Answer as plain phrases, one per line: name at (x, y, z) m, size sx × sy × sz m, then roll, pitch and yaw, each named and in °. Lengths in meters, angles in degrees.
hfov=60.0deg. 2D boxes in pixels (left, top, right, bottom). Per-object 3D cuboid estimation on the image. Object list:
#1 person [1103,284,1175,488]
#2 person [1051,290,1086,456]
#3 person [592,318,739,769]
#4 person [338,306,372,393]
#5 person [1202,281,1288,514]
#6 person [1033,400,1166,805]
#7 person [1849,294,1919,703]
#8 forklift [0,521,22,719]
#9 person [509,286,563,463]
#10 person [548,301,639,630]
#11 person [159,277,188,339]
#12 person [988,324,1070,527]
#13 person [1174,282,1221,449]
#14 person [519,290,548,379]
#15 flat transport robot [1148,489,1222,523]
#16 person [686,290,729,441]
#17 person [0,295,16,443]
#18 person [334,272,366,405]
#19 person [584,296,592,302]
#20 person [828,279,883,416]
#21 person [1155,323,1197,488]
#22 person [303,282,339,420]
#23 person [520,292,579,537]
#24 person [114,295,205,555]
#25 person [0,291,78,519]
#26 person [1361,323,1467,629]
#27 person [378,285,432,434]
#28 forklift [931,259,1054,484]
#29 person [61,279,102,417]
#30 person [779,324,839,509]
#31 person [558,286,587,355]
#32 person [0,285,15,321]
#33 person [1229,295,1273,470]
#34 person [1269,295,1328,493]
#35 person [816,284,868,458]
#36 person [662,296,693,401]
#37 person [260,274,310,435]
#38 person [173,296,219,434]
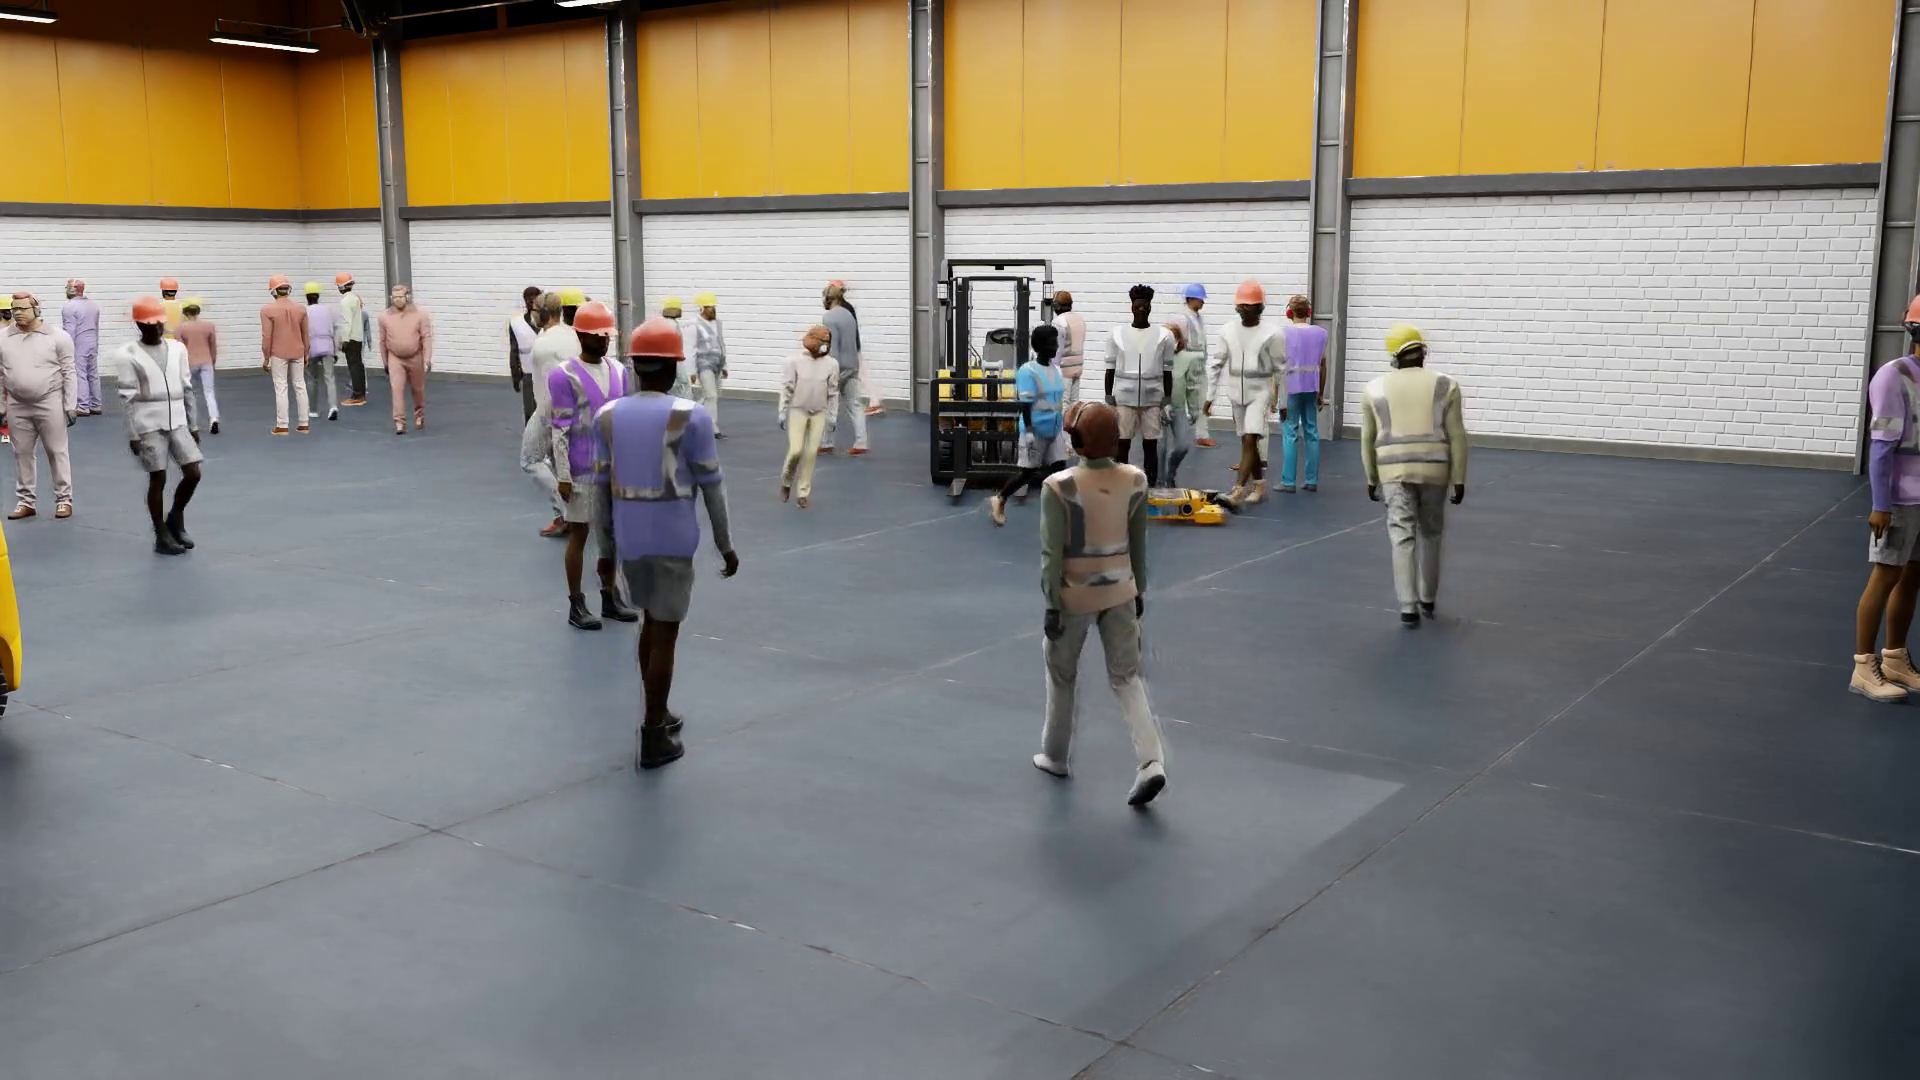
person at (1.522, -1.192, 14.182) m, size 0.606 × 1.966 × 0.367 m, roll 1°, pitch 10°, yaw 3°
person at (1.127, -1.805, 18.213) m, size 0.430 × 1.841 × 0.624 m, roll 6°, pitch 11°, yaw 33°
person at (-1.266, -0.001, 7.272) m, size 0.571 × 1.909 × 0.772 m, roll 4°, pitch 10°, yaw 21°
person at (-10.001, -3.225, 27.402) m, size 0.781 × 1.591 × 0.520 m, roll 6°, pitch 11°, yaw 32°
person at (2.487, -1.237, 14.417) m, size 0.628 × 1.980 × 1.091 m, roll 7°, pitch 12°, yaw 36°
person at (0.564, 0.240, 6.700) m, size 0.520 × 1.604 × 0.813 m, roll -4°, pitch 10°, yaw -24°
person at (4.713, -0.220, 8.170) m, size 0.615 × 2.040 × 0.391 m, roll -5°, pitch 11°, yaw -29°
forklift at (-5.296, -0.090, 6.943) m, size 1.214 × 2.155 × 2.313 m, roll 7°, pitch 12°, yaw 35°
person at (-4.485, -1.760, 17.789) m, size 0.614 × 1.901 × 0.447 m, roll -2°, pitch 10°, yaw -14°
person at (-2.135, -0.437, 9.802) m, size 0.381 × 1.929 × 0.538 m, roll 7°, pitch 12°, yaw 37°
person at (-10.877, -2.663, 23.014) m, size 0.551 × 1.942 × 0.340 m, roll -7°, pitch 12°, yaw -34°
person at (0.589, -0.873, 13.147) m, size 0.726 × 1.672 × 0.535 m, roll 9°, pitch 13°, yaw 43°
person at (2.611, -2.016, 19.227) m, size 0.817 × 1.923 × 0.624 m, roll 6°, pitch 11°, yaw 34°
person at (-4.899, -2.025, 19.561) m, size 0.650 × 1.822 × 0.519 m, roll 9°, pitch 13°, yaw 43°
flat transport robot at (1.447, -0.298, 13.899) m, size 1.431 × 0.197 × 0.652 m, roll 1°, pitch 10°, yaw 5°
person at (-3.103, -2.108, 20.104) m, size 0.691 × 1.810 × 0.598 m, roll 5°, pitch 11°, yaw 26°
person at (-11.272, -2.026, 19.775) m, size 0.518 × 1.756 × 0.346 m, roll -8°, pitch 13°, yaw -40°
person at (-9.143, -3.009, 24.928) m, size 0.392 × 1.991 × 0.612 m, roll -1°, pitch 10°, yaw -5°
person at (-3.657, -1.477, 16.321) m, size 0.713 × 1.818 × 0.623 m, roll 6°, pitch 11°, yaw 33°
person at (-1.540, -2.670, 23.194) m, size 1.056 × 1.924 × 0.617 m, roll 6°, pitch 11°, yaw 30°
person at (1.871, -1.139, 14.901) m, size 0.547 × 1.614 × 0.377 m, roll -2°, pitch 10°, yaw -13°
person at (-8.750, -2.581, 22.715) m, size 0.585 × 1.888 × 0.965 m, roll -6°, pitch 11°, yaw -33°
person at (-3.179, -0.958, 12.921) m, size 0.439 × 1.924 × 0.634 m, roll 2°, pitch 10°, yaw 11°
person at (-5.846, -0.832, 12.189) m, size 0.415 × 1.914 × 0.568 m, roll 7°, pitch 12°, yaw 35°
person at (-7.754, -1.120, 13.935) m, size 0.652 × 1.906 × 0.402 m, roll -1°, pitch 10°, yaw -9°
person at (2.709, -0.397, 9.978) m, size 0.619 × 1.787 × 0.747 m, roll 3°, pitch 10°, yaw 15°
person at (-7.016, -2.298, 21.096) m, size 0.641 × 1.866 × 0.947 m, roll -3°, pitch 10°, yaw -15°
forklift at (0.370, -1.738, 16.759) m, size 1.214 × 2.155 × 2.313 m, roll 1°, pitch 10°, yaw 3°
person at (-12.253, -2.671, 23.156) m, size 0.409 × 1.913 × 0.651 m, roll 1°, pitch 10°, yaw 7°
person at (-1.323, -1.083, 14.565) m, size 0.553 × 1.608 × 0.364 m, roll -4°, pitch 10°, yaw -23°
person at (-3.565, -1.360, 15.301) m, size 0.388 × 1.926 × 0.590 m, roll 0°, pitch 10°, yaw 3°
person at (-13.617, -2.812, 23.610) m, size 0.949 × 2.000 × 0.687 m, roll 3°, pitch 10°, yaw 20°
person at (3.014, -1.638, 17.145) m, size 0.509 × 1.867 × 0.328 m, roll -9°, pitch 13°, yaw -42°
person at (3.160, -1.351, 15.496) m, size 0.565 × 1.841 × 0.387 m, roll -3°, pitch 10°, yaw -20°
person at (-1.365, -1.852, 18.309) m, size 0.830 × 1.896 × 0.640 m, roll 5°, pitch 11°, yaw 26°
person at (-3.805, -2.352, 21.876) m, size 0.878 × 1.701 × 0.497 m, roll -4°, pitch 10°, yaw -21°
person at (-8.392, -2.301, 20.705) m, size 0.379 × 1.994 × 0.611 m, roll 8°, pitch 13°, yaw 40°
person at (-9.569, -2.198, 20.891) m, size 0.511 × 1.734 × 0.865 m, roll -7°, pitch 12°, yaw -34°
